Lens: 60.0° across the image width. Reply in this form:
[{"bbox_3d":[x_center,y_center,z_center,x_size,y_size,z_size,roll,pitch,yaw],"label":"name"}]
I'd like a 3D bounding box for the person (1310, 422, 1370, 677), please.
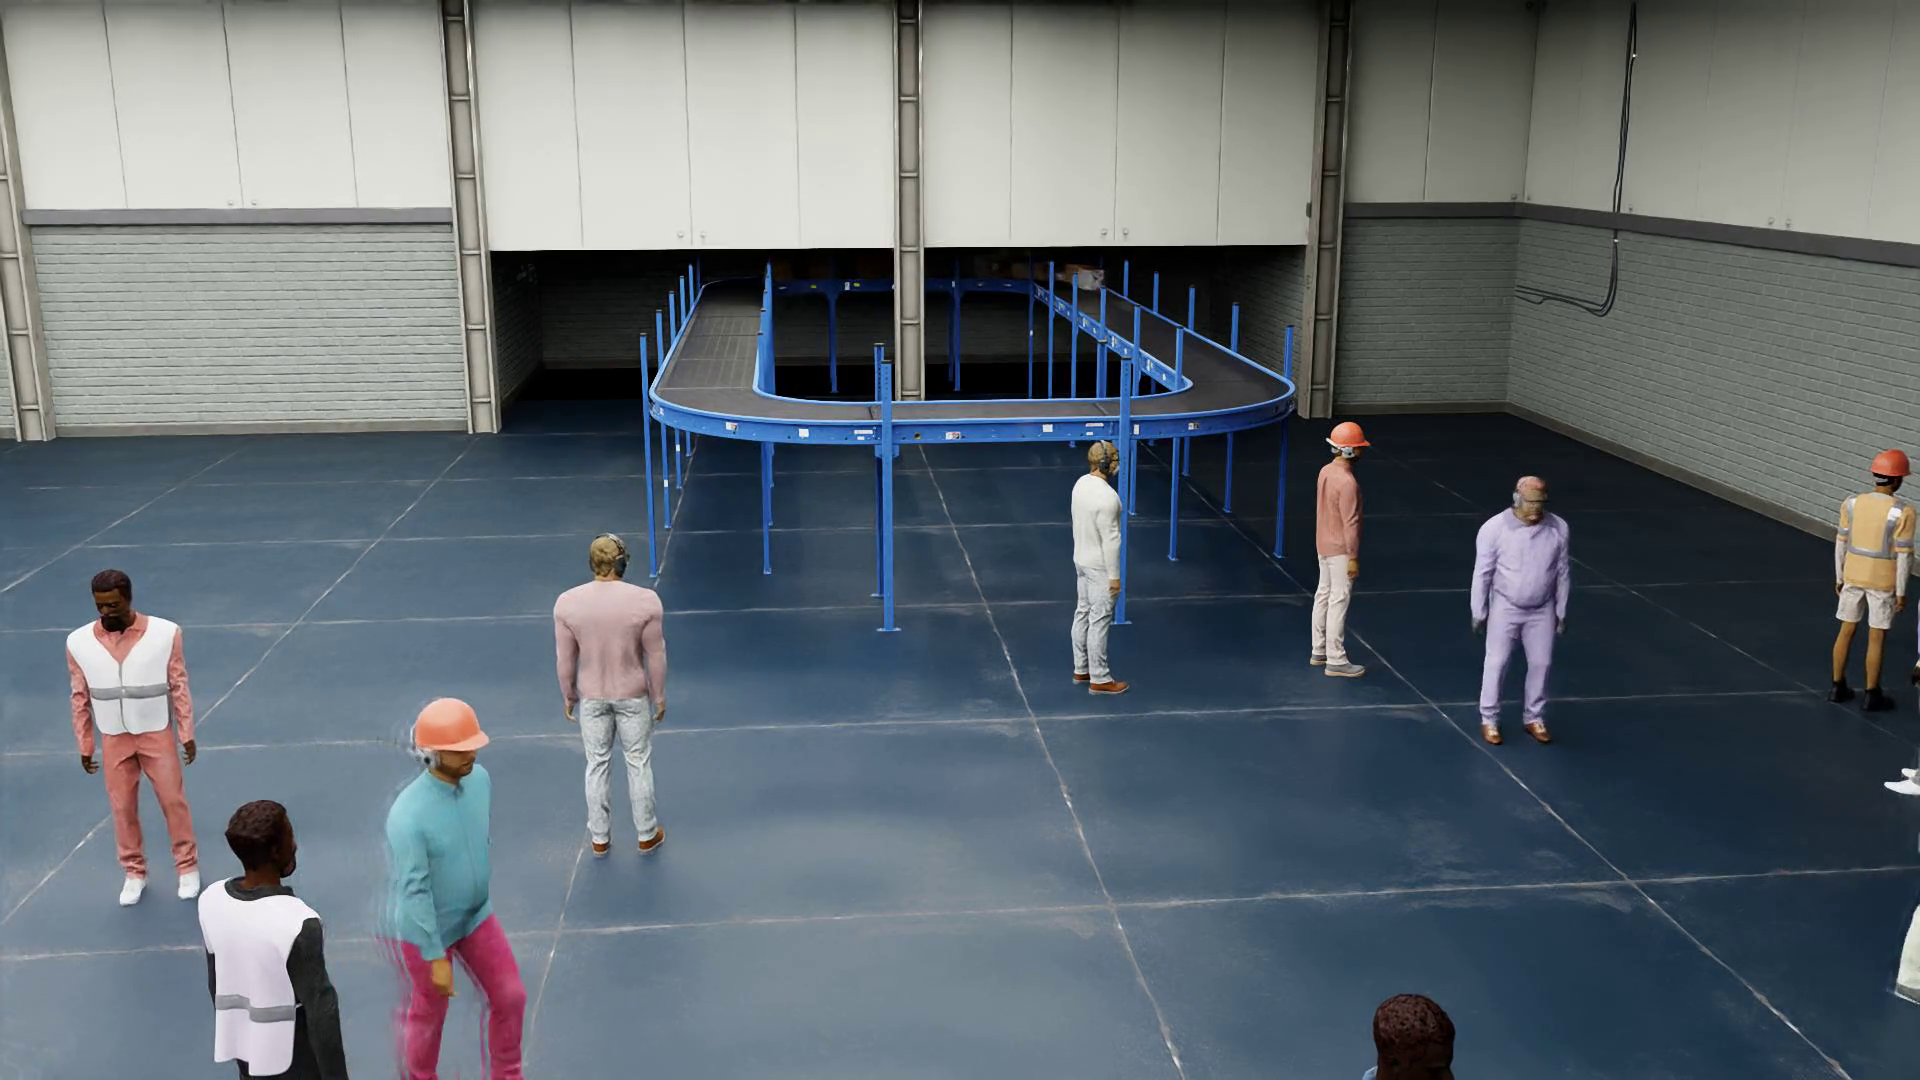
[{"bbox_3d":[2.965,0.066,12.983,0.376,1.995,0.612,-3,14,-10],"label":"person"}]

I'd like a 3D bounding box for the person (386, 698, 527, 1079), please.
[{"bbox_3d":[-2.043,1.603,6.893,0.763,1.968,0.621,7,15,25],"label":"person"}]

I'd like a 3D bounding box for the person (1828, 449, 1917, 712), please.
[{"bbox_3d":[6.700,0.289,12.207,0.379,1.938,0.547,-9,16,-31],"label":"person"}]

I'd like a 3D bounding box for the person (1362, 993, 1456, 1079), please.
[{"bbox_3d":[1.185,2.162,4.775,0.398,1.911,0.587,13,19,42],"label":"person"}]

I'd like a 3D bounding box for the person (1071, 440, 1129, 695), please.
[{"bbox_3d":[1.049,0.201,12.557,0.372,1.940,0.630,-5,15,-20],"label":"person"}]

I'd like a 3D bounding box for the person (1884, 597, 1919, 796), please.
[{"bbox_3d":[6.245,0.696,10.601,0.588,1.927,0.370,-12,19,-41],"label":"person"}]

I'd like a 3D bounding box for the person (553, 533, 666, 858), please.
[{"bbox_3d":[-2.024,0.915,9.709,0.629,1.935,0.372,-1,14,-2],"label":"person"}]

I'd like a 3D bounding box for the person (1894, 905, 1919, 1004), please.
[{"bbox_3d":[4.861,1.476,7.867,0.583,1.724,0.664,-13,19,-43],"label":"person"}]

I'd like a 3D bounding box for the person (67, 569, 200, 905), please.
[{"bbox_3d":[-4.537,1.067,9.167,0.601,1.905,0.388,-4,14,-14],"label":"person"}]

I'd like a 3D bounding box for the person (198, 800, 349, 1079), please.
[{"bbox_3d":[-2.452,1.848,6.004,0.592,1.922,0.392,7,16,27],"label":"person"}]

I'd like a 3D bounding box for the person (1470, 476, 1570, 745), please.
[{"bbox_3d":[3.875,0.484,11.519,0.674,1.899,0.399,0,14,-2],"label":"person"}]
